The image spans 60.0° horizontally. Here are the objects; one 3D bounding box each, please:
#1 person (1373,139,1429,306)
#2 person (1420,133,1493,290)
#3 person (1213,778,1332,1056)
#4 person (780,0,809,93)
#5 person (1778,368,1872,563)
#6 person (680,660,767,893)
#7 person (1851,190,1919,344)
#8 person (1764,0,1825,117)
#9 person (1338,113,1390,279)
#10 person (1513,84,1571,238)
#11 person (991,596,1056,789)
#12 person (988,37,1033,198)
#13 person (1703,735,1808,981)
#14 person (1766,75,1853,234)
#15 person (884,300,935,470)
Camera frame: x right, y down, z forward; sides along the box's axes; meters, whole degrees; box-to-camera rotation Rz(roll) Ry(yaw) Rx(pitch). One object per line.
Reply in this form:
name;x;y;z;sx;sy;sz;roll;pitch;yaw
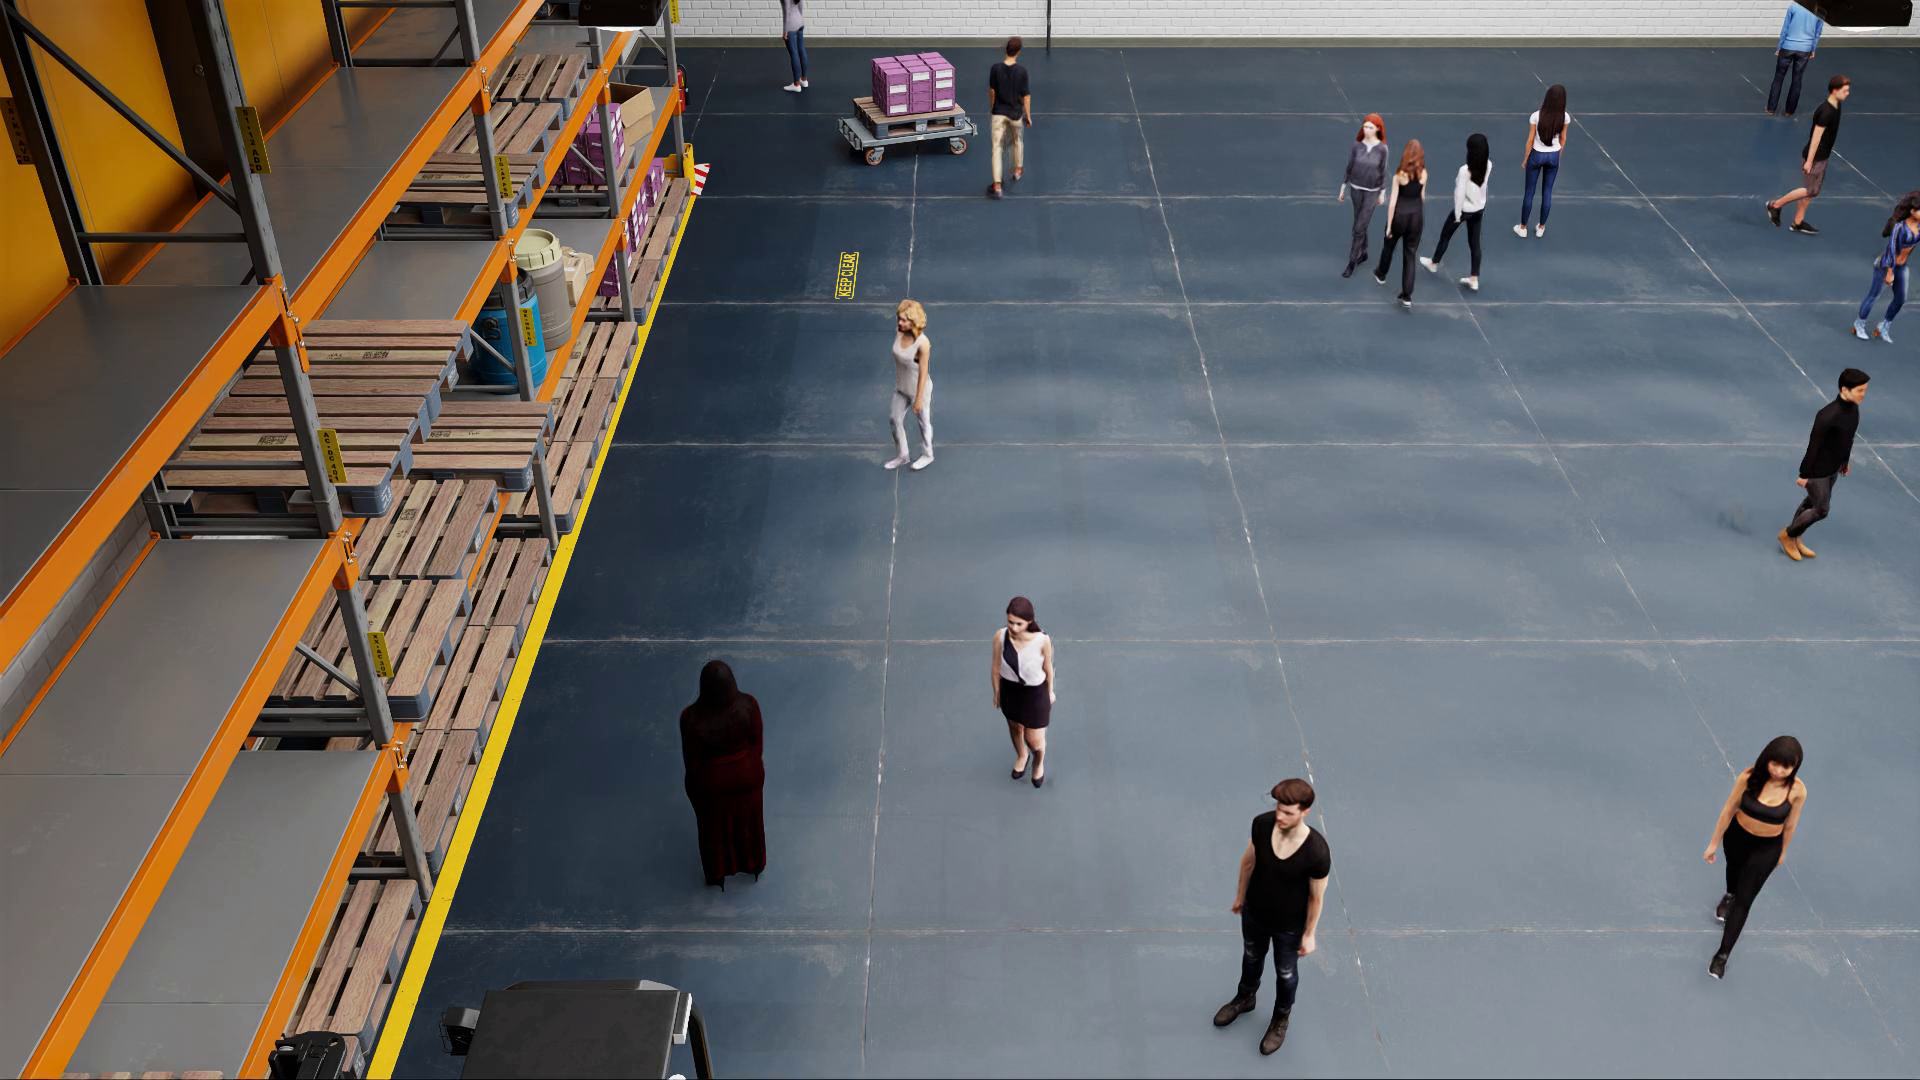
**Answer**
person;4.719;-3.296;17.468;0.618;1.698;1.147;-3;34;-4
person;5.492;-3.477;17.771;0.921;1.663;1.114;-15;36;-21
person;1.768;2.053;9.242;0.755;1.896;0.801;27;42;34
person;-2.309;-7.173;23.267;0.743;1.736;0.619;16;37;22
person;6.932;-0.644;13.464;0.737;1.714;0.778;-24;40;-31
person;-1.446;1.454;10.267;0.752;1.758;0.735;-13;36;-18
person;9.309;-2.764;16.749;0.720;1.608;0.746;-12;36;-18
person;11.266;-6.640;22.389;0.717;1.820;0.684;10;35;15
person;4.460;-3.807;18.195;0.935;1.743;1.057;23;40;30
person;6.641;-4.311;18.924;0.598;1.776;0.532;3;34;4
person;0.441;1.011;11.058;0.649;1.621;0.751;8;34;11
person;0.563;-5.047;20.022;0.685;1.786;1.030;-3;34;-4
person;4.741;1.764;9.946;0.954;1.599;1.148;20;38;27
person;9.715;-4.423;19.027;0.972;1.849;0.944;22;39;29
person;-0.335;-1.373;14.617;0.863;1.652;0.805;-27;42;-34
